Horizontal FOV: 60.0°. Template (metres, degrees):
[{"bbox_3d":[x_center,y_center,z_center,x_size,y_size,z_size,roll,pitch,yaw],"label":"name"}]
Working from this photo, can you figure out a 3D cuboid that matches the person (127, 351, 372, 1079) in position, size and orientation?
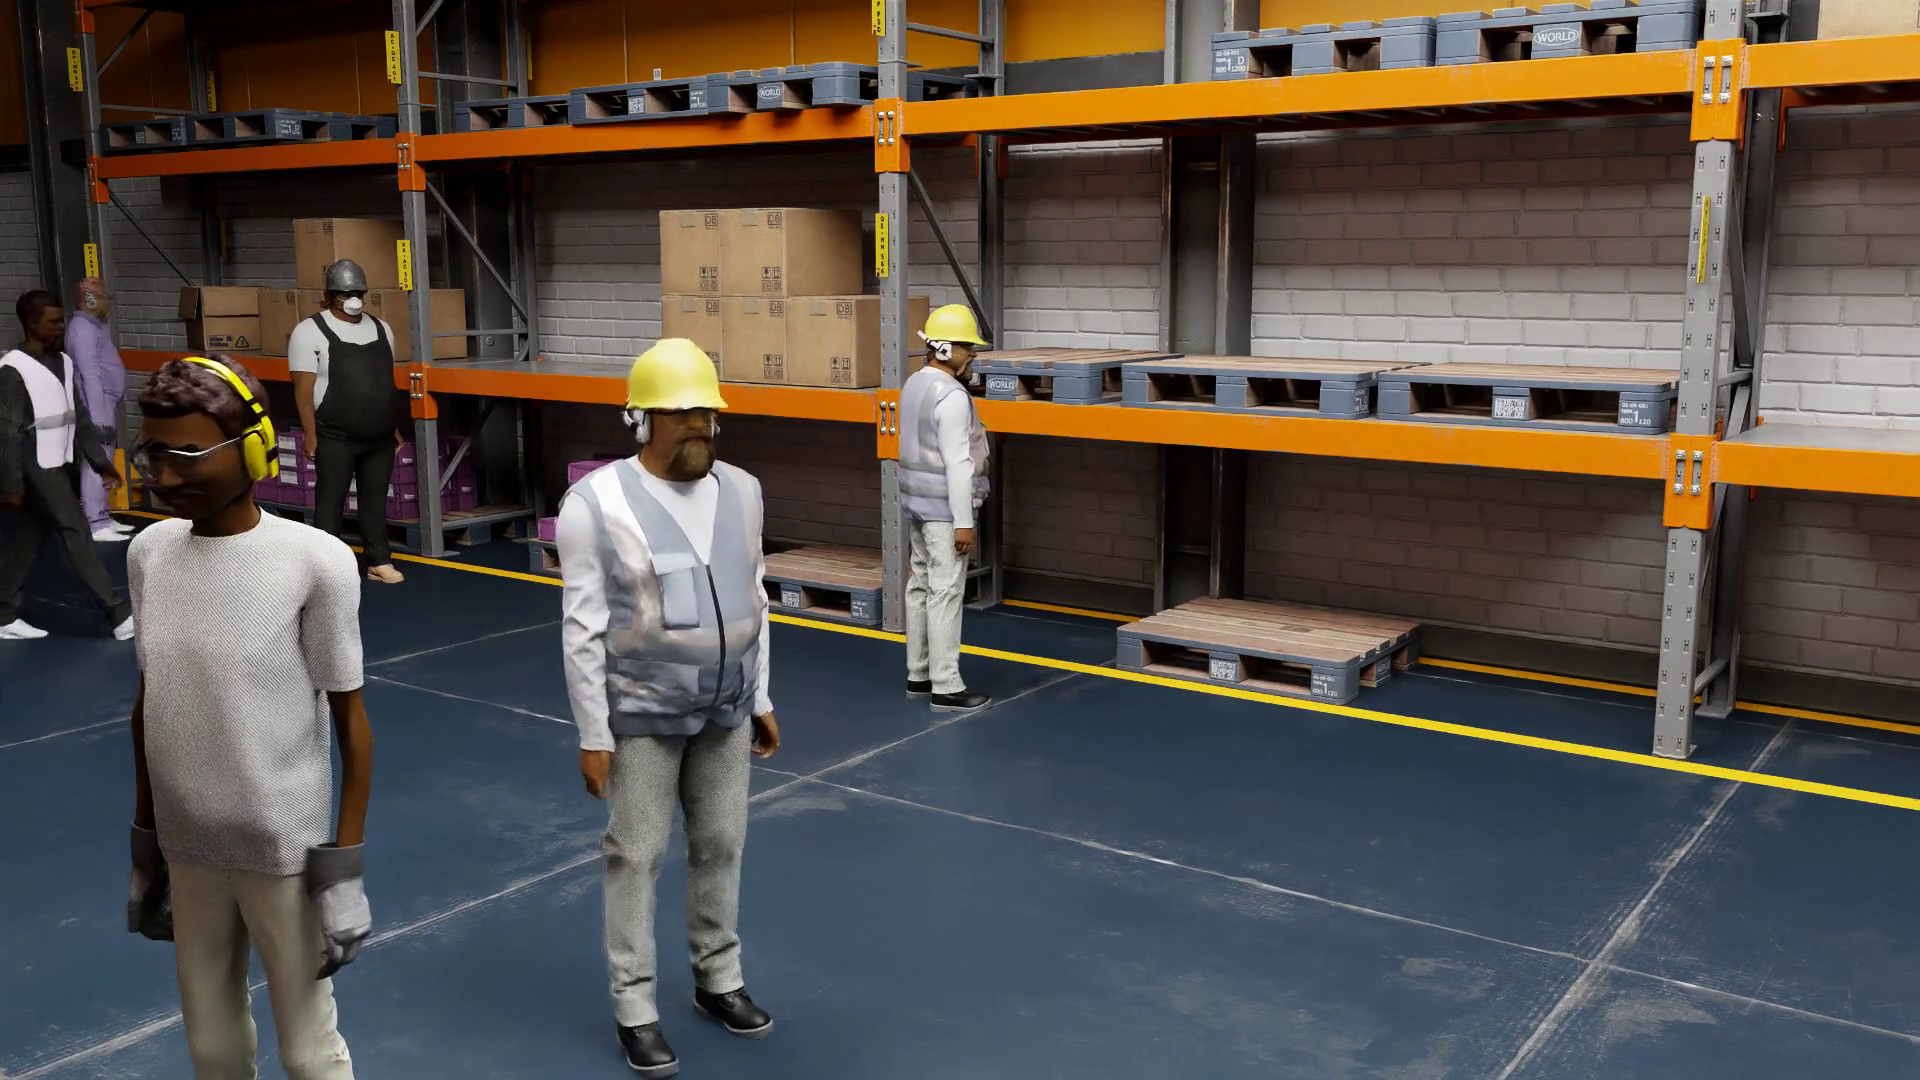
[{"bbox_3d":[-1.315,0.592,3.045,0.512,1.865,0.329,3,10,15],"label":"person"}]

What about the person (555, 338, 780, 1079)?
[{"bbox_3d":[-0.712,0.414,4.201,0.611,1.830,0.404,-8,13,-41],"label":"person"}]

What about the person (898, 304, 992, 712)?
[{"bbox_3d":[-0.067,-0.144,7.529,0.403,1.826,0.594,-4,10,-22],"label":"person"}]

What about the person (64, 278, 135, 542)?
[{"bbox_3d":[-6.251,-0.938,12.105,0.394,1.896,0.707,-5,11,-27],"label":"person"}]

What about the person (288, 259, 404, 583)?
[{"bbox_3d":[-3.719,-0.708,10.257,0.536,2.000,0.688,8,12,39],"label":"person"}]

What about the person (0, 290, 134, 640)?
[{"bbox_3d":[-4.777,-0.380,8.817,0.994,1.865,0.614,-1,10,-7],"label":"person"}]
